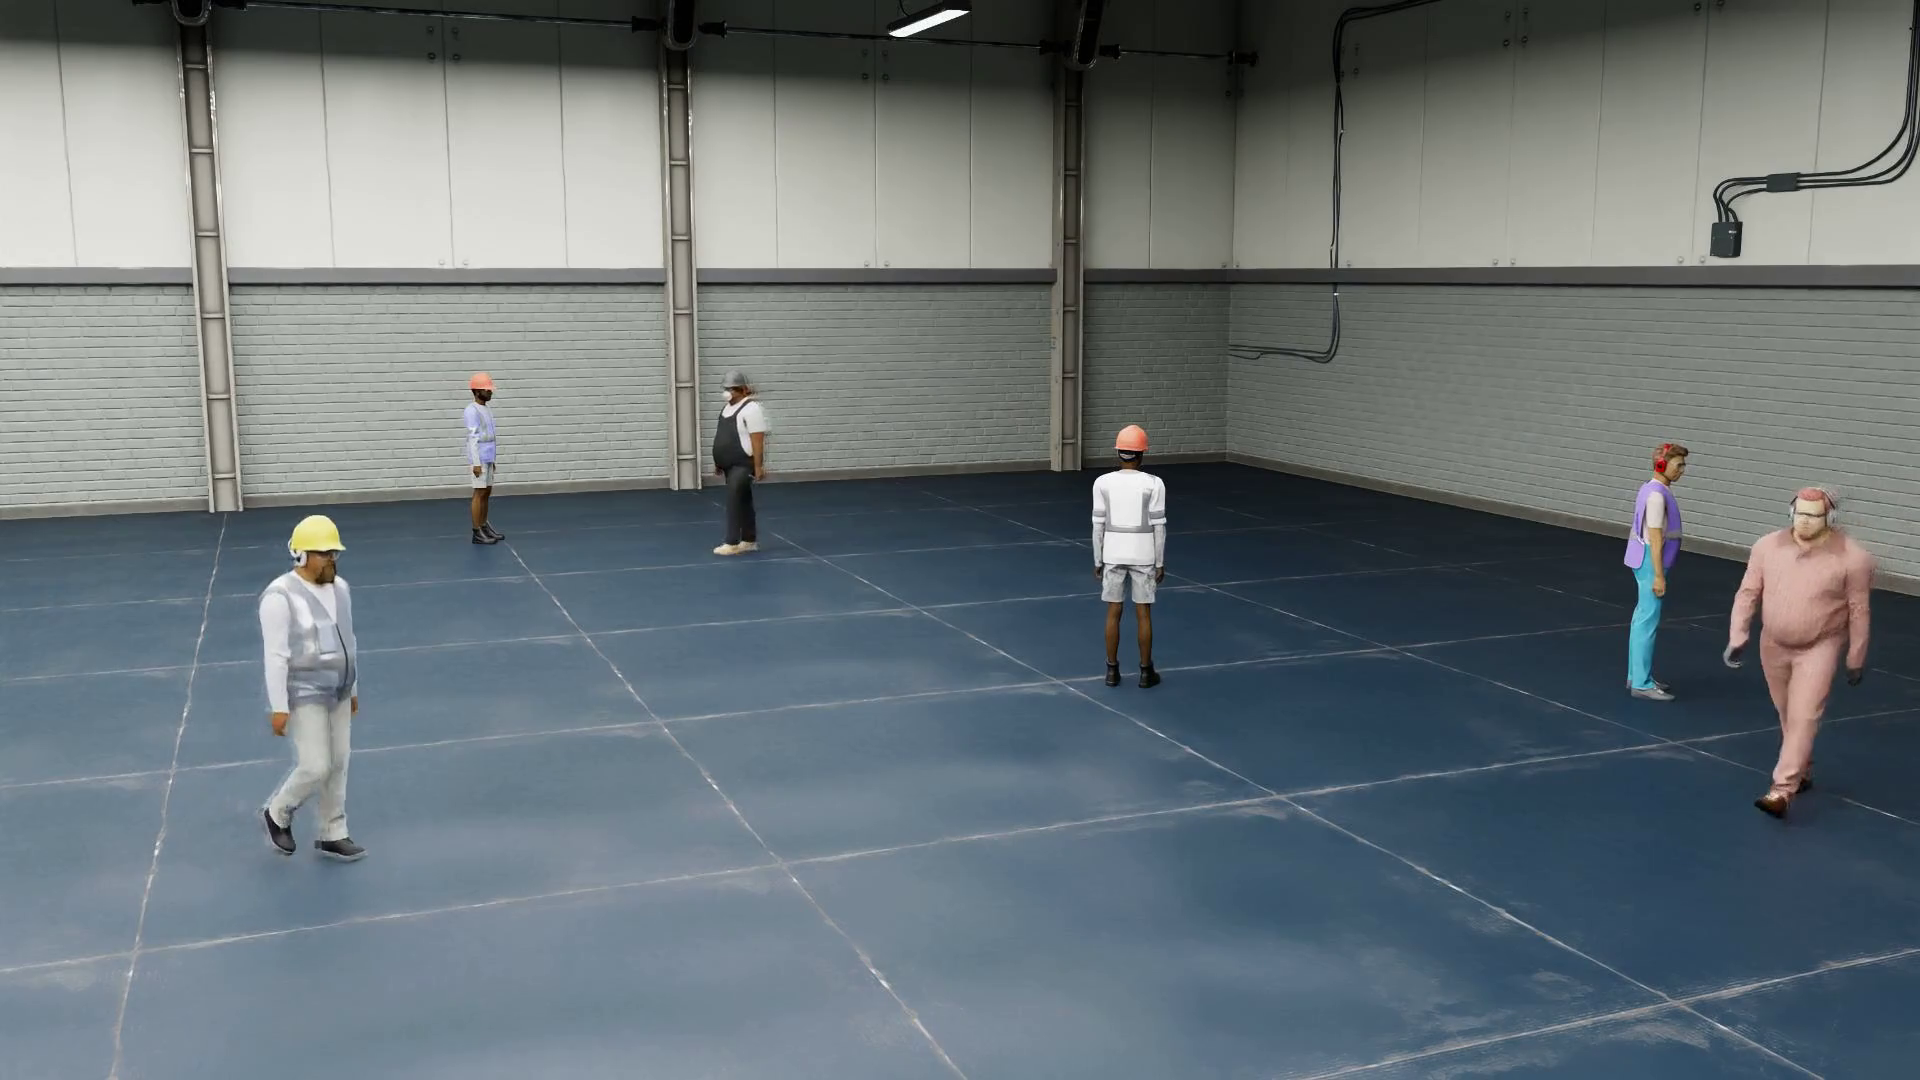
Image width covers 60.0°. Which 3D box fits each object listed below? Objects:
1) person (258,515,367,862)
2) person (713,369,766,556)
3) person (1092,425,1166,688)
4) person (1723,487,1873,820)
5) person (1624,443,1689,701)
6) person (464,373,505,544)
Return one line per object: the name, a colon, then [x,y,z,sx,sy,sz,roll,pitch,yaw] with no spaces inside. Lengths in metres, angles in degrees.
person: [-3.328,0.771,8.560,0.459,1.818,0.621,3,10,18]
person: [-2.510,-0.850,18.055,0.772,2.000,0.714,-6,11,-35]
person: [1.248,0.125,12.251,0.543,1.939,0.371,3,10,18]
person: [4.698,0.625,9.378,1.030,1.848,0.637,-7,12,-39]
person: [4.984,0.219,11.974,0.388,1.838,0.563,3,10,19]
person: [-5.385,-0.923,18.834,0.357,1.936,0.551,0,9,2]
